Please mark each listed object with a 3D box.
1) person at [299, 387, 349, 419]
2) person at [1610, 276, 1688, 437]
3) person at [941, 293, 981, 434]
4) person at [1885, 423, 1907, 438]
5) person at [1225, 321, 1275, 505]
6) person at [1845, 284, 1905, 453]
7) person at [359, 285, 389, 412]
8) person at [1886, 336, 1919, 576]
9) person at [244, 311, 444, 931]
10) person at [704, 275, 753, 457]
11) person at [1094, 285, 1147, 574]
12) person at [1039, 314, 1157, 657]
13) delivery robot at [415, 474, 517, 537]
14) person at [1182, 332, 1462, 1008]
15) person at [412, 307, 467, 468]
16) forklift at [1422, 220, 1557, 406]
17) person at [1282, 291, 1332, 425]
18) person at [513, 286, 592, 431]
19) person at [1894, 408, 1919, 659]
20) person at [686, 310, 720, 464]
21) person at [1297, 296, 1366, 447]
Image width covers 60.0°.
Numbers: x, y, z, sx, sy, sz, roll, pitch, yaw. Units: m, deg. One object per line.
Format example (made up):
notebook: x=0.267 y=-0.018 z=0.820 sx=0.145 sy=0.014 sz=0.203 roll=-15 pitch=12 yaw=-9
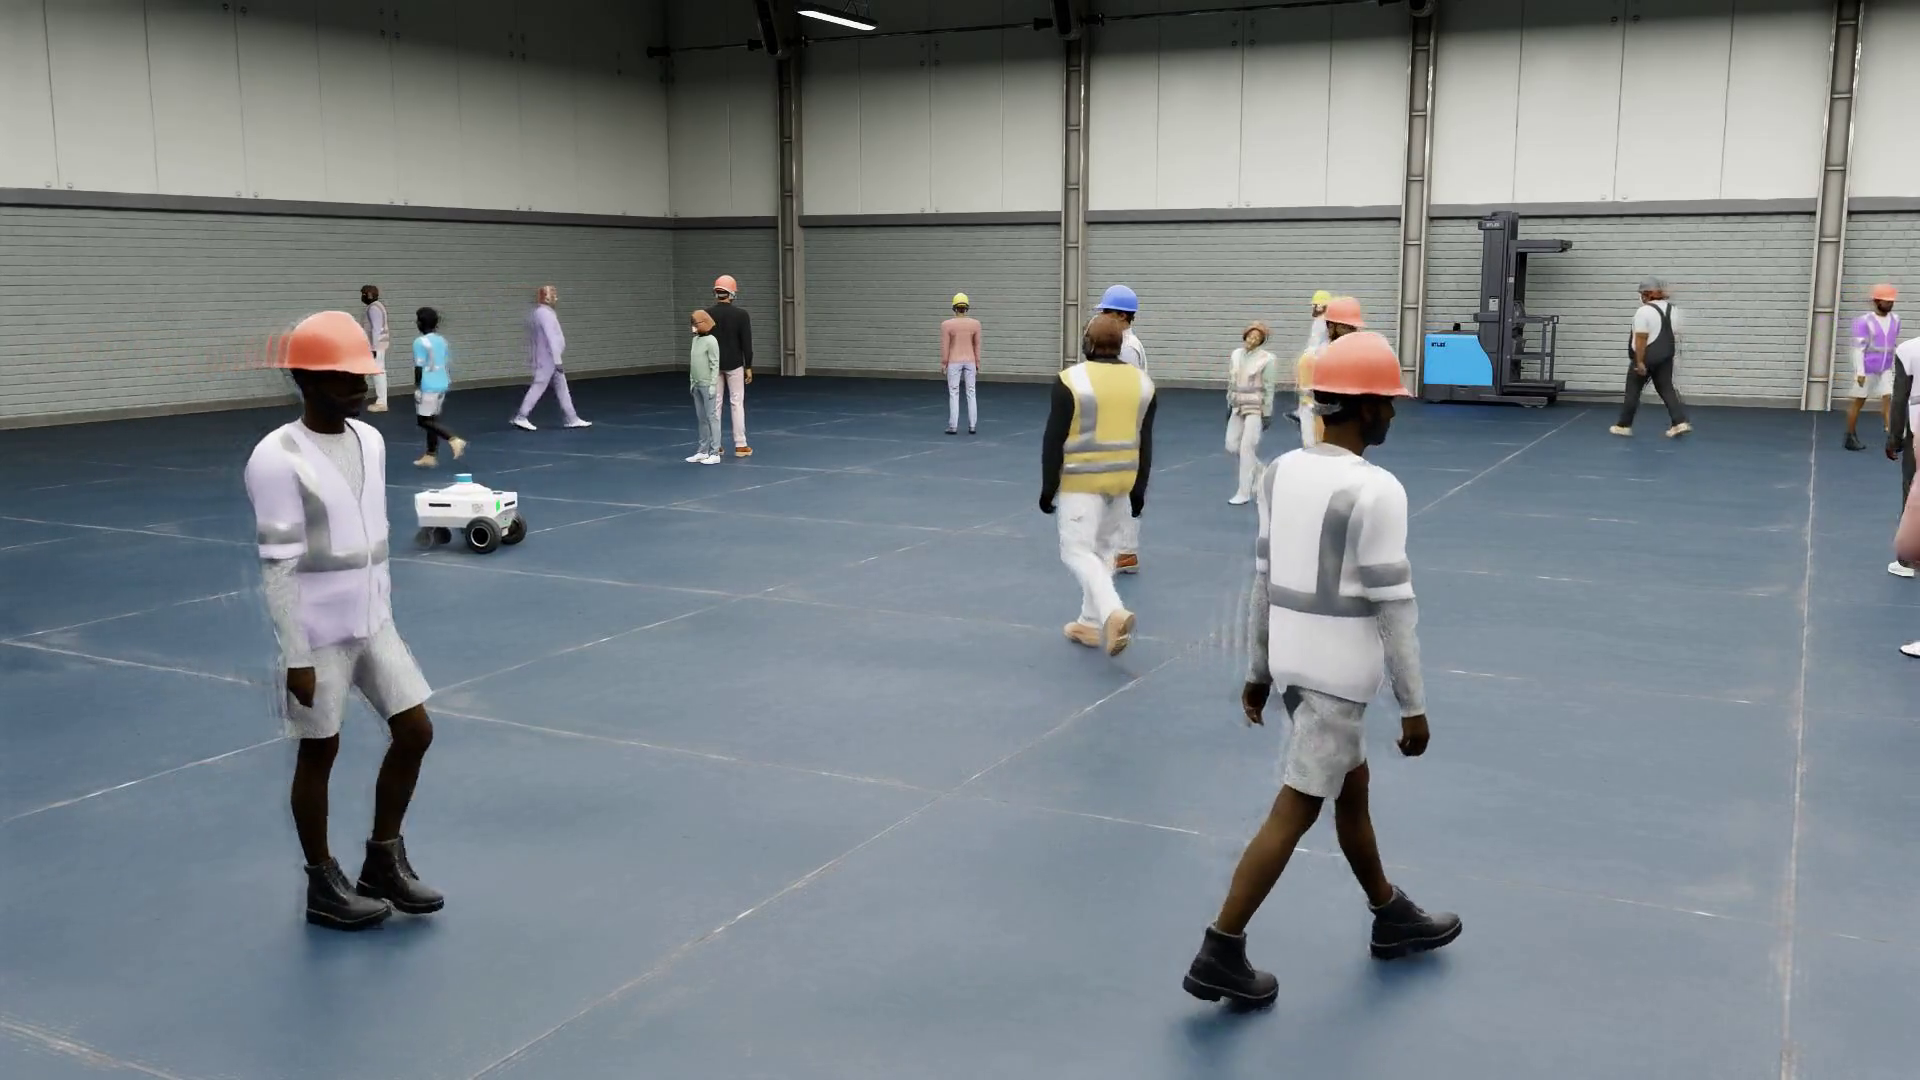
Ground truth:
person: x=-6.035 y=-1.322 z=15.853 sx=0.568 sy=1.619 sz=0.538 roll=7 pitch=11 yaw=36
person: x=8.621 y=-2.279 z=20.607 sx=0.685 sy=2.000 sz=0.961 roll=-4 pitch=10 yaw=-24
person: x=0.009 y=-2.219 z=20.949 sx=0.525 sy=1.769 sz=0.313 roll=-3 pitch=10 yaw=-17
person: x=11.509 y=-2.057 z=19.655 sx=0.601 sy=1.867 sz=1.024 roll=-7 pitch=11 yaw=-36
person: x=2.591 y=-1.120 z=14.621 sx=0.470 sy=1.610 sz=0.530 roll=-6 pitch=11 yaw=-34
person: x=10.364 y=-1.923 z=18.716 sx=0.568 sy=1.887 sz=0.987 roll=-1 pitch=9 yaw=-8
person: x=-8.582 y=-2.807 z=24.345 sx=0.429 sy=1.841 sz=0.634 roll=-3 pitch=10 yaw=-15
person: x=6.543 y=-0.702 z=11.131 sx=0.597 sy=1.916 sz=0.383 roll=3 pitch=10 yaw=18
person: x=-1.844 y=0.270 z=5.103 sx=0.575 sy=1.921 sz=0.569 roll=4 pitch=10 yaw=22
person: x=-2.590 y=-1.926 z=18.437 sx=0.614 sy=1.993 sz=0.395 roll=2 pitch=9 yaw=11
person: x=1.094 y=-0.762 z=11.393 sx=0.379 sy=1.950 sz=0.608 roll=0 pitch=9 yaw=-2
person: x=0.759 y=-0.290 z=8.881 sx=0.627 sy=1.823 sz=0.782 roll=-5 pitch=11 yaw=-29
delivery robot: x=-3.672 y=-0.249 z=12.365 sx=0.707 sy=0.478 sz=0.477 roll=2 pitch=9 yaw=11
person: x=1.044 y=0.358 z=4.703 sx=1.016 sy=1.887 sz=0.569 roll=-4 pitch=10 yaw=-23
person: x=-5.418 y=-1.572 z=17.211 sx=0.606 sy=1.674 sz=0.538 roll=2 pitch=9 yaw=11
forklift: x=8.245 y=-3.527 z=25.720 sx=1.873 sy=2.768 sz=1.129 roll=5 pitch=10 yaw=27
person: x=4.693 y=-2.359 z=21.772 sx=0.958 sy=1.778 sz=0.616 roll=6 pitch=11 yaw=31
person: x=-5.326 y=-2.346 z=21.472 sx=1.006 sy=1.860 sz=0.662 roll=-3 pitch=10 yaw=-18
person: x=5.262 y=-0.308 z=8.787 sx=0.455 sy=1.883 sz=0.660 roll=0 pitch=9 yaw=2
person: x=-2.734 y=-1.633 z=17.739 sx=0.286 sy=1.633 sz=0.498 roll=-7 pitch=12 yaw=-37
person: x=2.437 y=-0.686 z=11.136 sx=0.540 sy=1.896 sz=0.966 roll=-4 pitch=10 yaw=-21
